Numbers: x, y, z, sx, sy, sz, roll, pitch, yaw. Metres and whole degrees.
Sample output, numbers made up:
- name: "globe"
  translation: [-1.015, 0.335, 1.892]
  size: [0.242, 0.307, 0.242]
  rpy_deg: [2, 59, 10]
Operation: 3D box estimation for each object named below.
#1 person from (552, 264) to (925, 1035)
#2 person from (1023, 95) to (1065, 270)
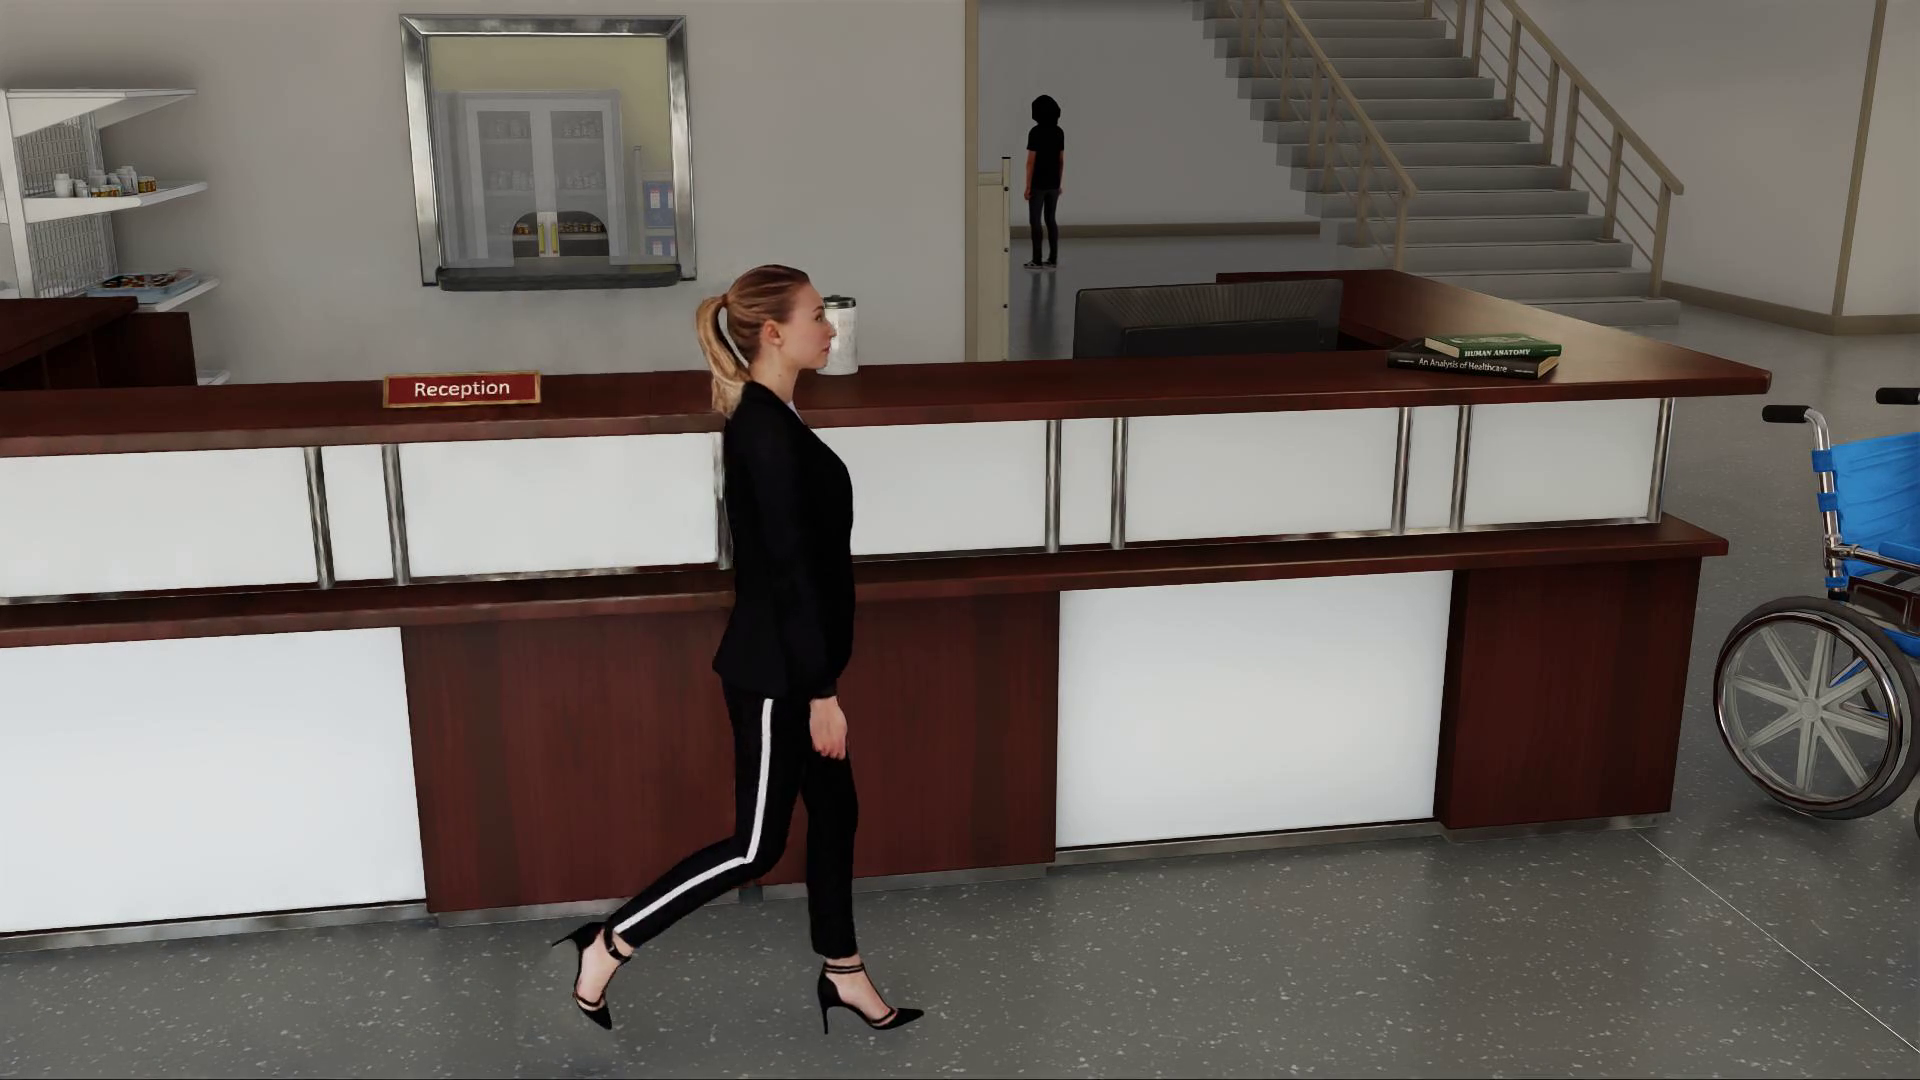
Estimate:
- name: "person"
  translation: [-0.459, 0.308, 3.418]
  size: [0.694, 1.683, 0.951]
  rpy_deg: [-2, 16, -8]
- name: "person"
  translation: [0.912, -3.848, 17.871]
  size: [0.705, 1.827, 0.682]
  rpy_deg: [-11, 19, -34]
